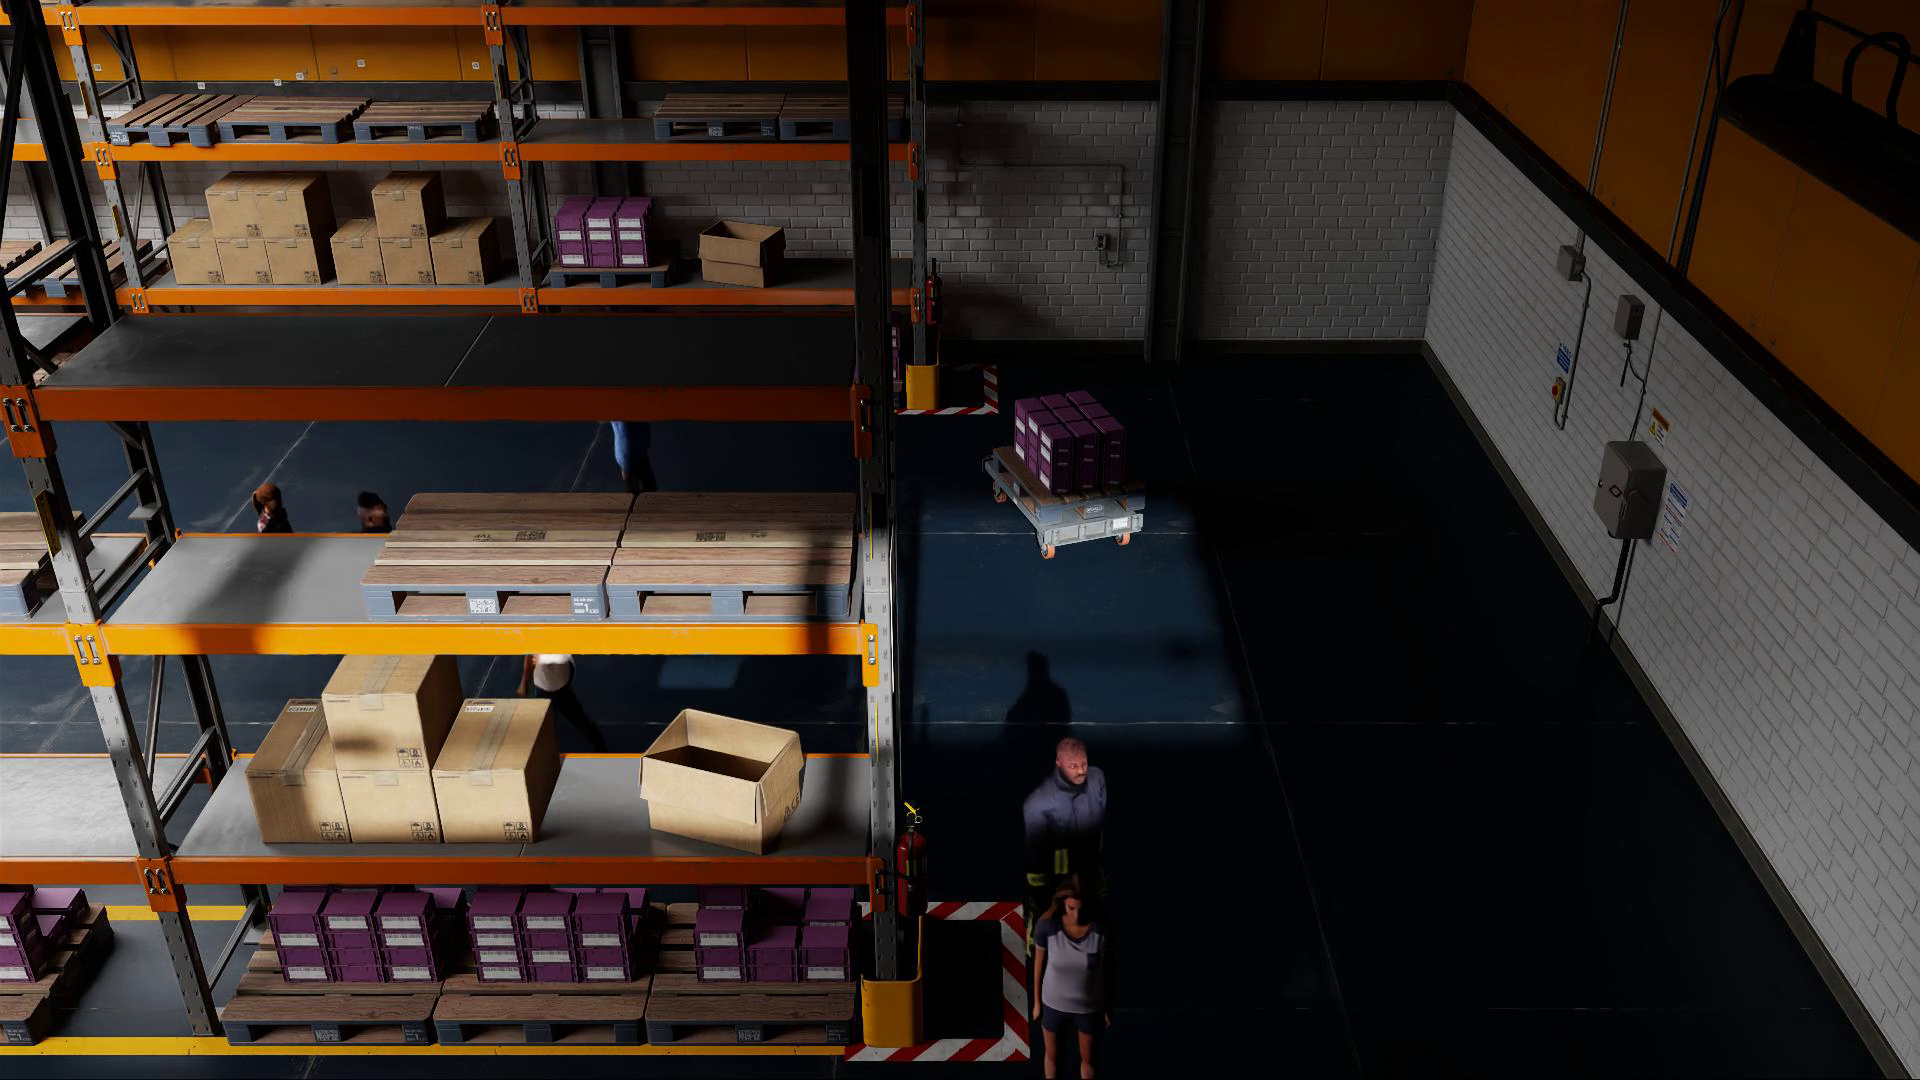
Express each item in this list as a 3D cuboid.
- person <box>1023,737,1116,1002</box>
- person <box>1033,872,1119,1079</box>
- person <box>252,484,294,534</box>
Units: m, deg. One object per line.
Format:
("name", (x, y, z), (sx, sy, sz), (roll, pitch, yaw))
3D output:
("person", (0.561, 1.843, 9.750), (1.007, 1.802, 1.052), (-17, 33, -28))
("person", (0.600, 2.416, 8.777), (0.509, 1.728, 0.672), (3, 29, 6))
("person", (-5.488, 0.132, 13.408), (0.518, 1.303, 0.541), (3, 29, 6))
